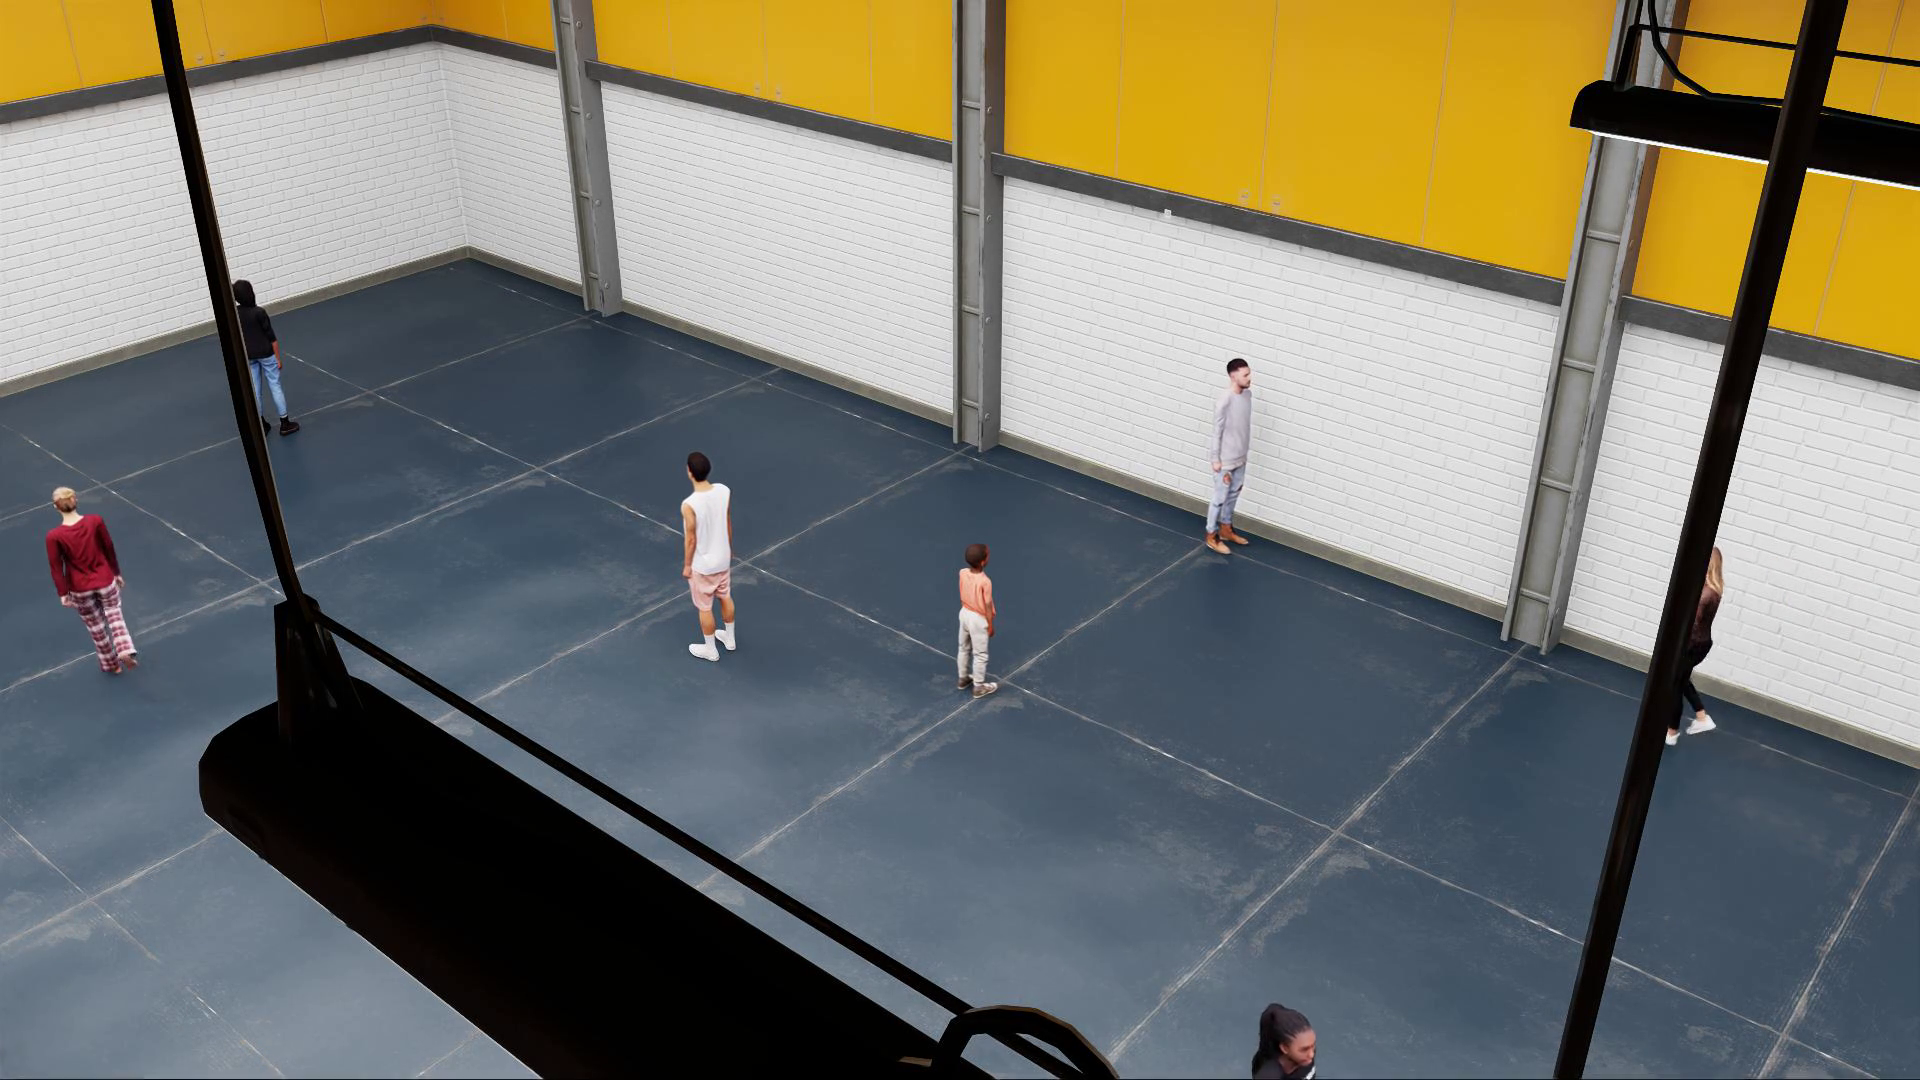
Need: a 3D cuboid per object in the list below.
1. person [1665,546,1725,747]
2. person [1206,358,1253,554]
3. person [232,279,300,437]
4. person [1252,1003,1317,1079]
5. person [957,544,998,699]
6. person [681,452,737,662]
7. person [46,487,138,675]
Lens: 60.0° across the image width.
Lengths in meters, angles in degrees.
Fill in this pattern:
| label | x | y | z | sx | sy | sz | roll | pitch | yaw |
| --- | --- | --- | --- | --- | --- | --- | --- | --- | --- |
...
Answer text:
| label | x | y | z | sx | sy | sz | roll | pitch | yaw |
| --- | --- | --- | --- | --- | --- | --- | --- | --- | --- |
| person | 5.435 | 0.808 | 12.172 | 0.724 | 1.693 | 0.652 | 18 | 34 | 30 |
| person | 2.417 | -0.785 | 14.941 | 0.592 | 1.838 | 0.687 | 25 | 37 | 38 |
| person | -7.194 | -1.872 | 17.076 | 0.647 | 1.702 | 0.719 | 0 | 29 | 0 |
| person | 1.489 | 2.948 | 8.232 | 1.037 | 1.709 | 0.646 | 24 | 37 | 37 |
| person | 0.112 | 0.613 | 12.933 | 0.550 | 1.308 | 0.421 | -25 | 37 | -38 |
| person | -2.013 | 0.136 | 13.307 | 0.538 | 1.787 | 0.634 | 22 | 36 | 35 |
| person | -6.764 | 0.353 | 13.007 | 0.668 | 1.692 | 0.710 | -25 | 37 | -38 |
